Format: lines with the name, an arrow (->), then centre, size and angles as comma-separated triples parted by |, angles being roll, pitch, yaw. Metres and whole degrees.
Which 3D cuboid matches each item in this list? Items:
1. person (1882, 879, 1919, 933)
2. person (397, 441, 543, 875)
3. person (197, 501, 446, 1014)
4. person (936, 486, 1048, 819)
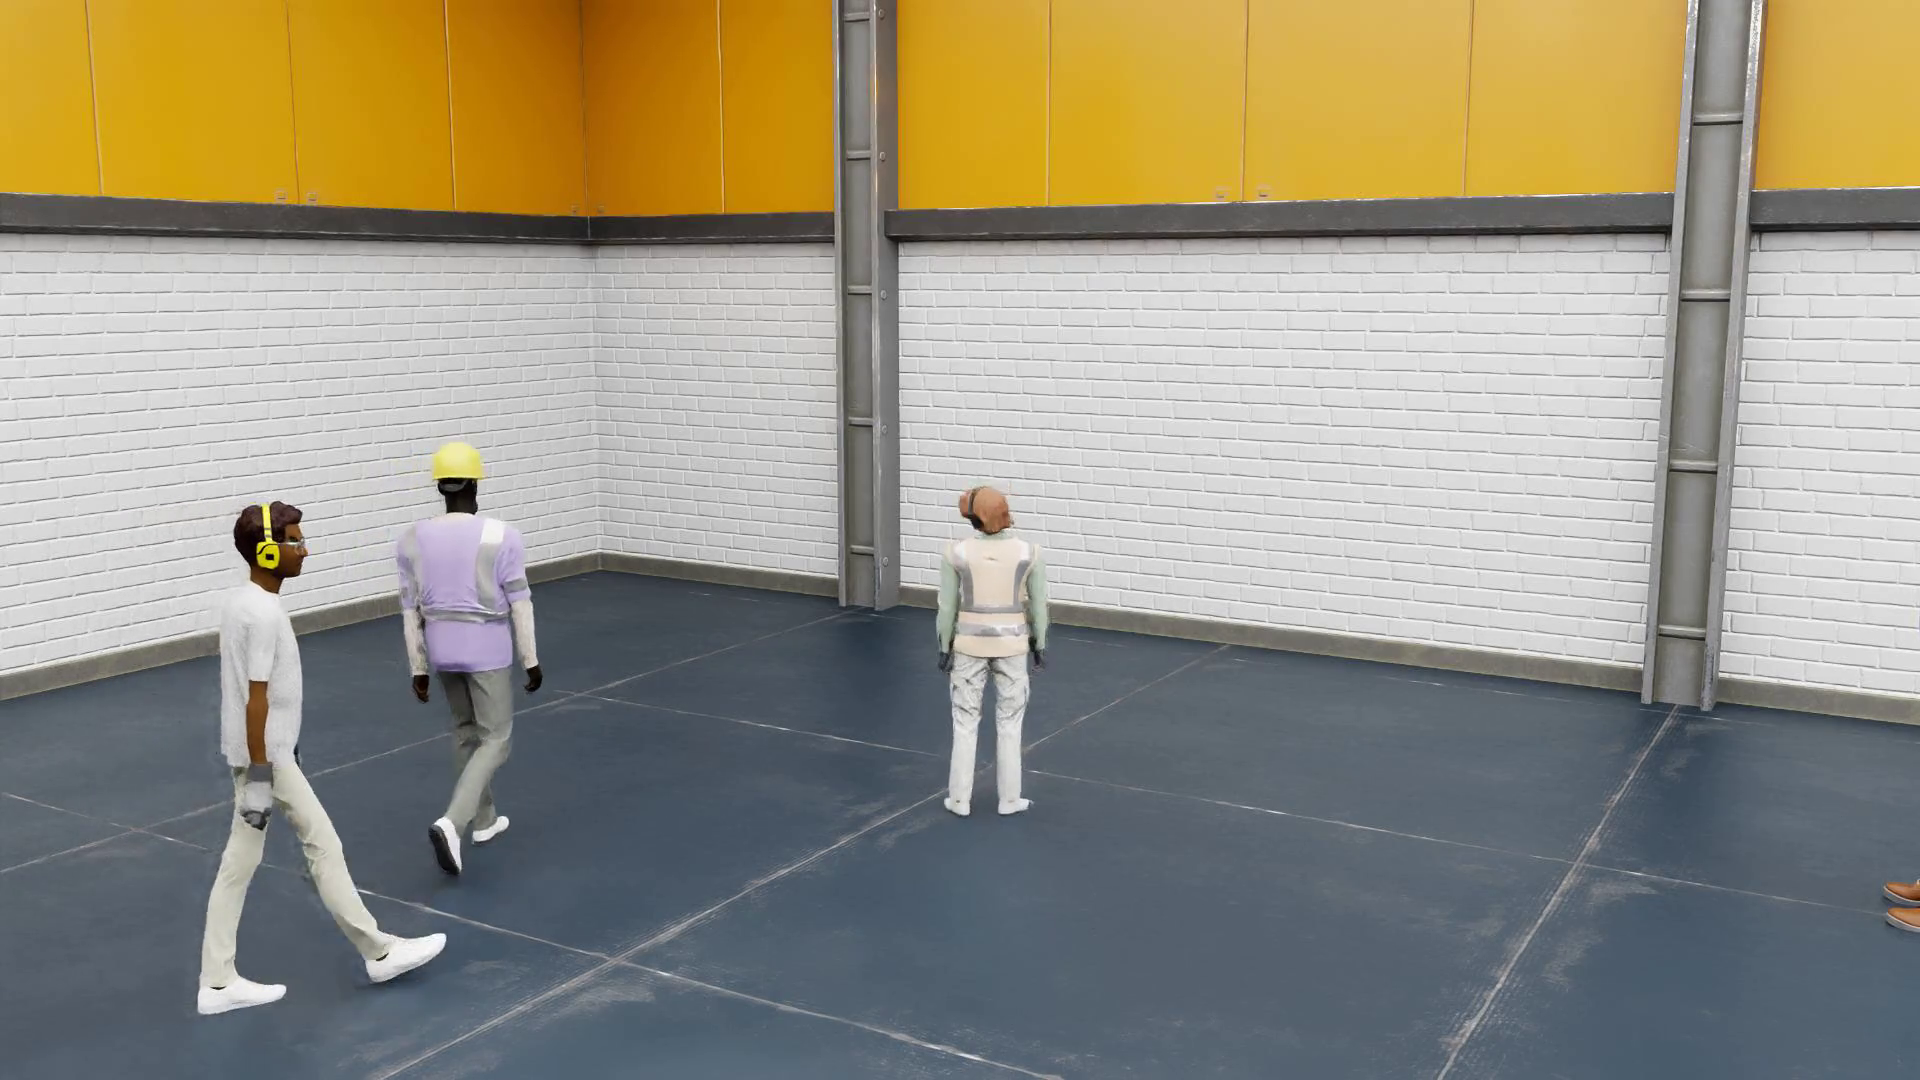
person -> 3.998, 0.620, 6.682 | 0.373, 1.937, 0.630 | 5, 10, 29
person -> -2.218, 0.514, 7.435 | 0.597, 1.904, 0.811 | 2, 9, 12
person -> -2.379, 0.770, 6.047 | 0.925, 1.831, 0.562 | -6, 11, -33
person -> 0.152, 0.554, 8.065 | 0.554, 1.627, 0.316 | 0, 9, -3
